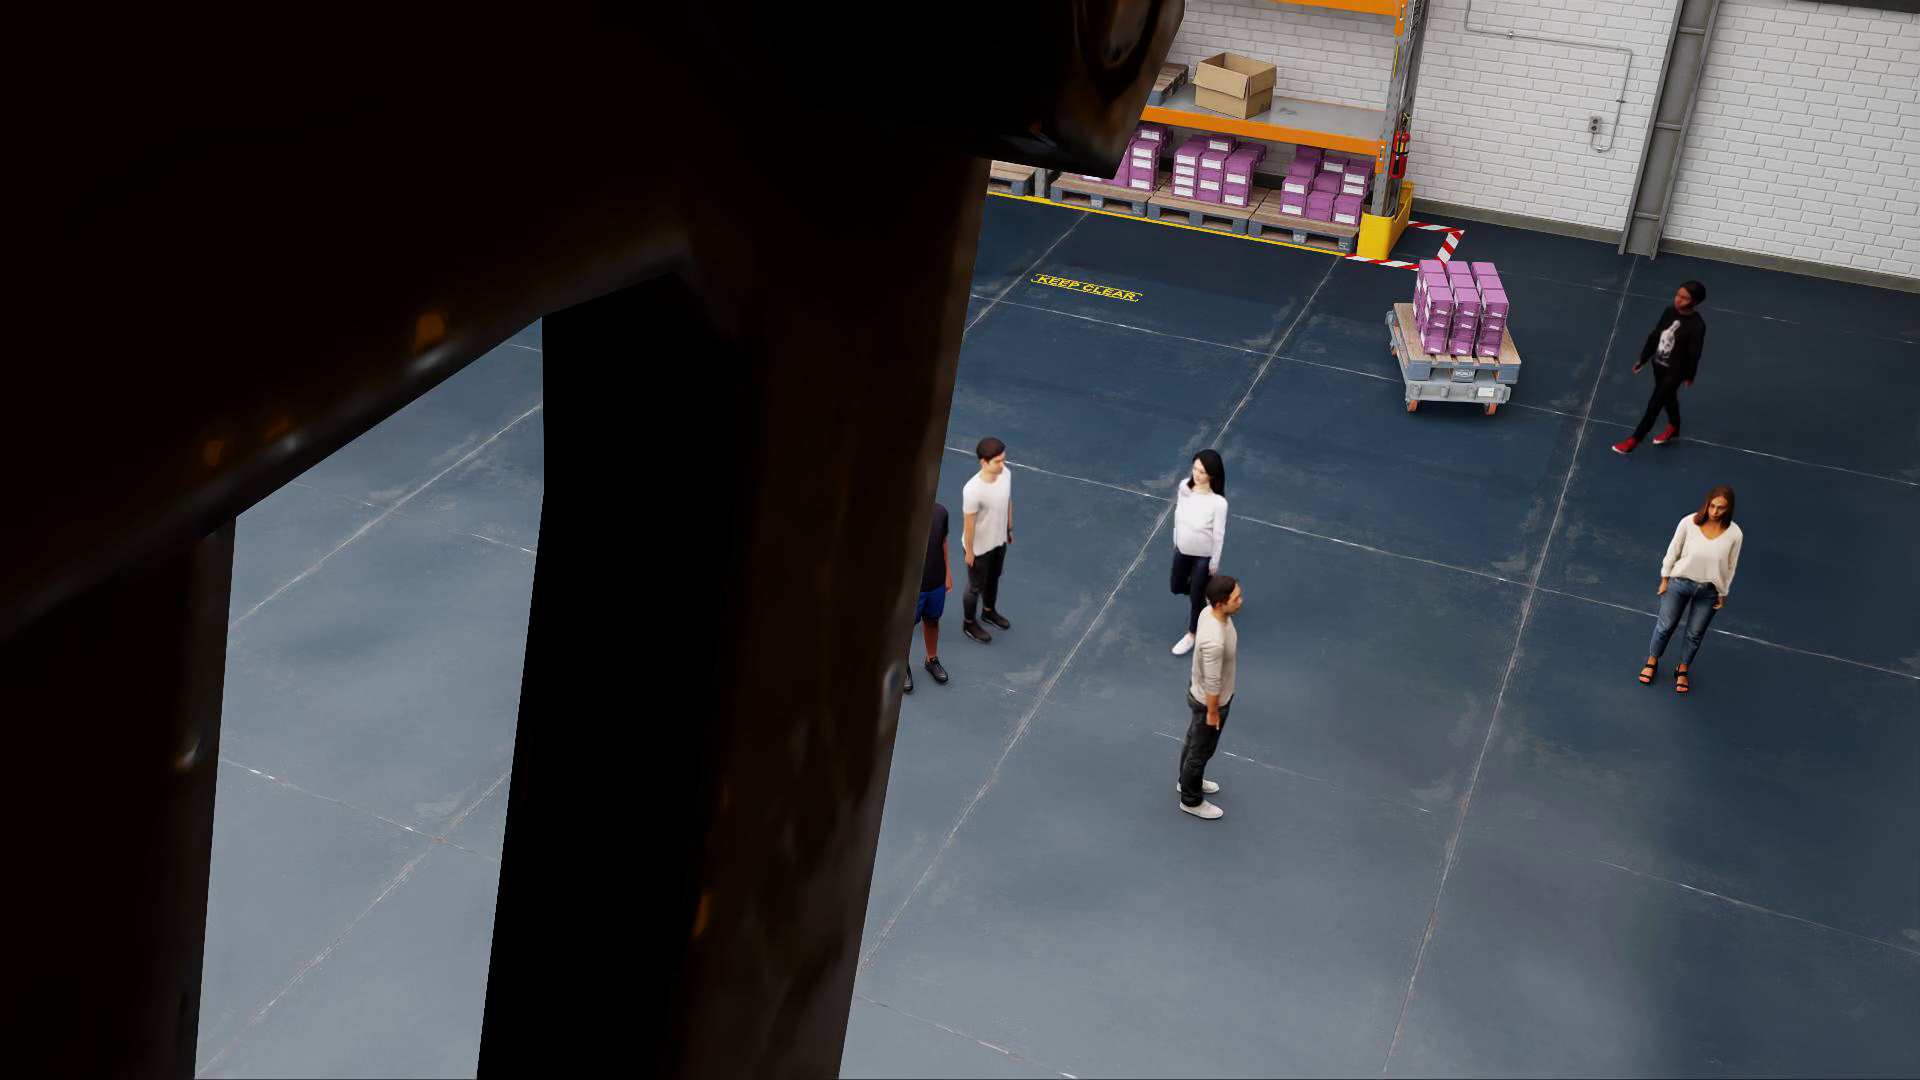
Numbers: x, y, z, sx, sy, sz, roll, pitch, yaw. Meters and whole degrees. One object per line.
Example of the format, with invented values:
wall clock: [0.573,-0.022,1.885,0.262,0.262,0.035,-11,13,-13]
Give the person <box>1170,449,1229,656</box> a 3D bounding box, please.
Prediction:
person: [1.794,0.052,12.160,0.831,1.692,0.819,-28,42,-35]

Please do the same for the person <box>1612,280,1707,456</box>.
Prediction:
person: [6.280,-1.517,14.576,1.115,1.630,1.068,-12,36,-18]

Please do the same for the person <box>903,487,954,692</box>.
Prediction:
person: [-0.281,0.253,11.765,0.702,1.794,0.758,-12,35,-17]

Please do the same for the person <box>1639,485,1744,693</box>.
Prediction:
person: [5.197,0.327,11.756,0.460,1.682,0.673,15,36,21]

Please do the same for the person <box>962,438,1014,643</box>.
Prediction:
person: [0.179,-0.036,12.273,0.626,1.713,0.676,25,41,32]

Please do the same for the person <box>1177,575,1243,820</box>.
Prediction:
person: [1.589,0.977,10.660,0.645,1.811,0.712,4,34,6]
